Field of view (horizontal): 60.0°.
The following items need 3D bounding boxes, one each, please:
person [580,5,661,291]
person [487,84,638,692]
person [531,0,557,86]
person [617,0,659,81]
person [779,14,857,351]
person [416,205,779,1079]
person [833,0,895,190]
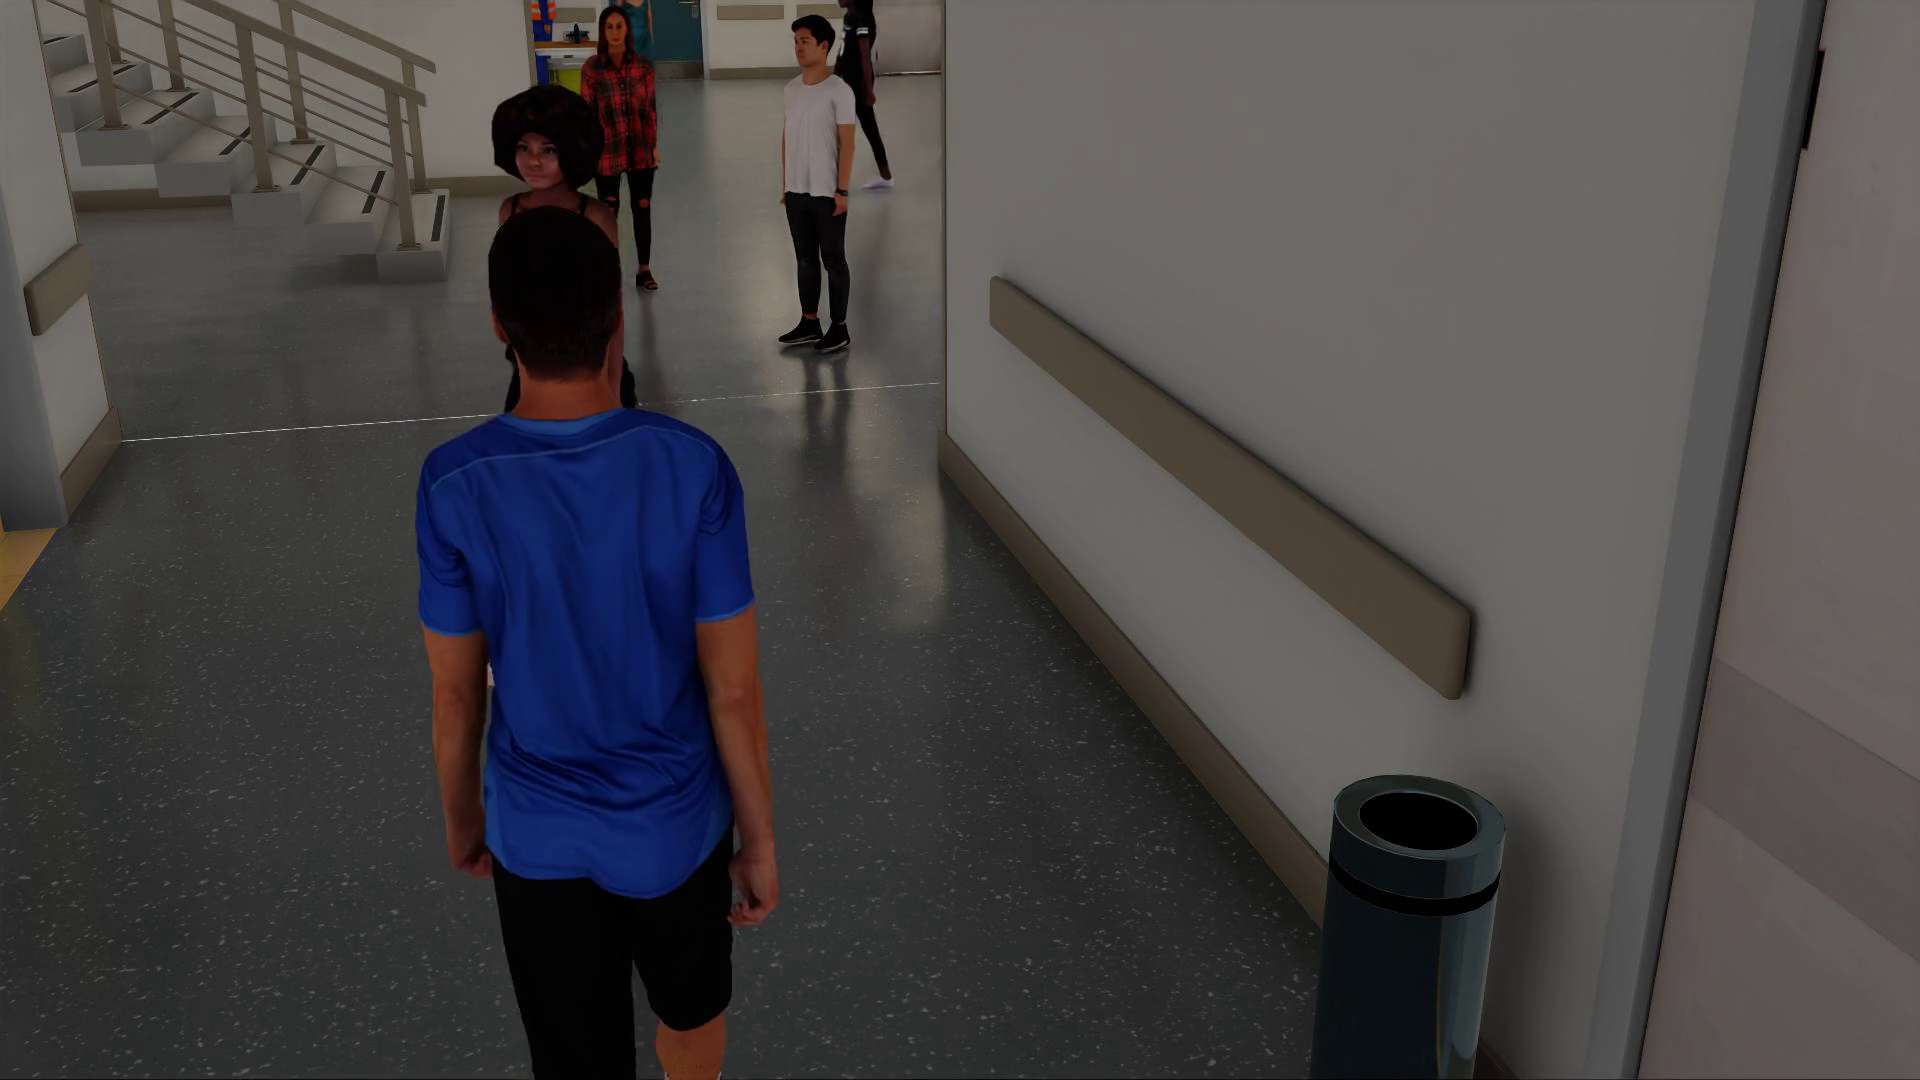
[{"bbox_3d":[-2.056,-2.372,10.146,0.527,1.702,0.701,-8,22,-21],"label":"person"},{"bbox_3d":[-1.128,-0.452,5.014,1.081,1.747,0.956,5,21,12],"label":"person"},{"bbox_3d":[-5.134,-6.338,20.395,0.657,1.861,0.734,-9,23,-23],"label":"person"},{"bbox_3d":[-3.600,-5.491,18.420,0.608,1.675,0.641,-9,23,-23],"label":"person"},{"bbox_3d":[-0.750,-1.884,8.787,0.704,1.722,0.730,16,26,36],"label":"person"},{"bbox_3d":[-0.500,0.496,2.392,1.008,1.832,0.727,-4,21,-11],"label":"person"},{"bbox_3d":[-0.768,-3.732,13.743,1.038,1.698,0.630,-4,21,-10],"label":"person"}]
